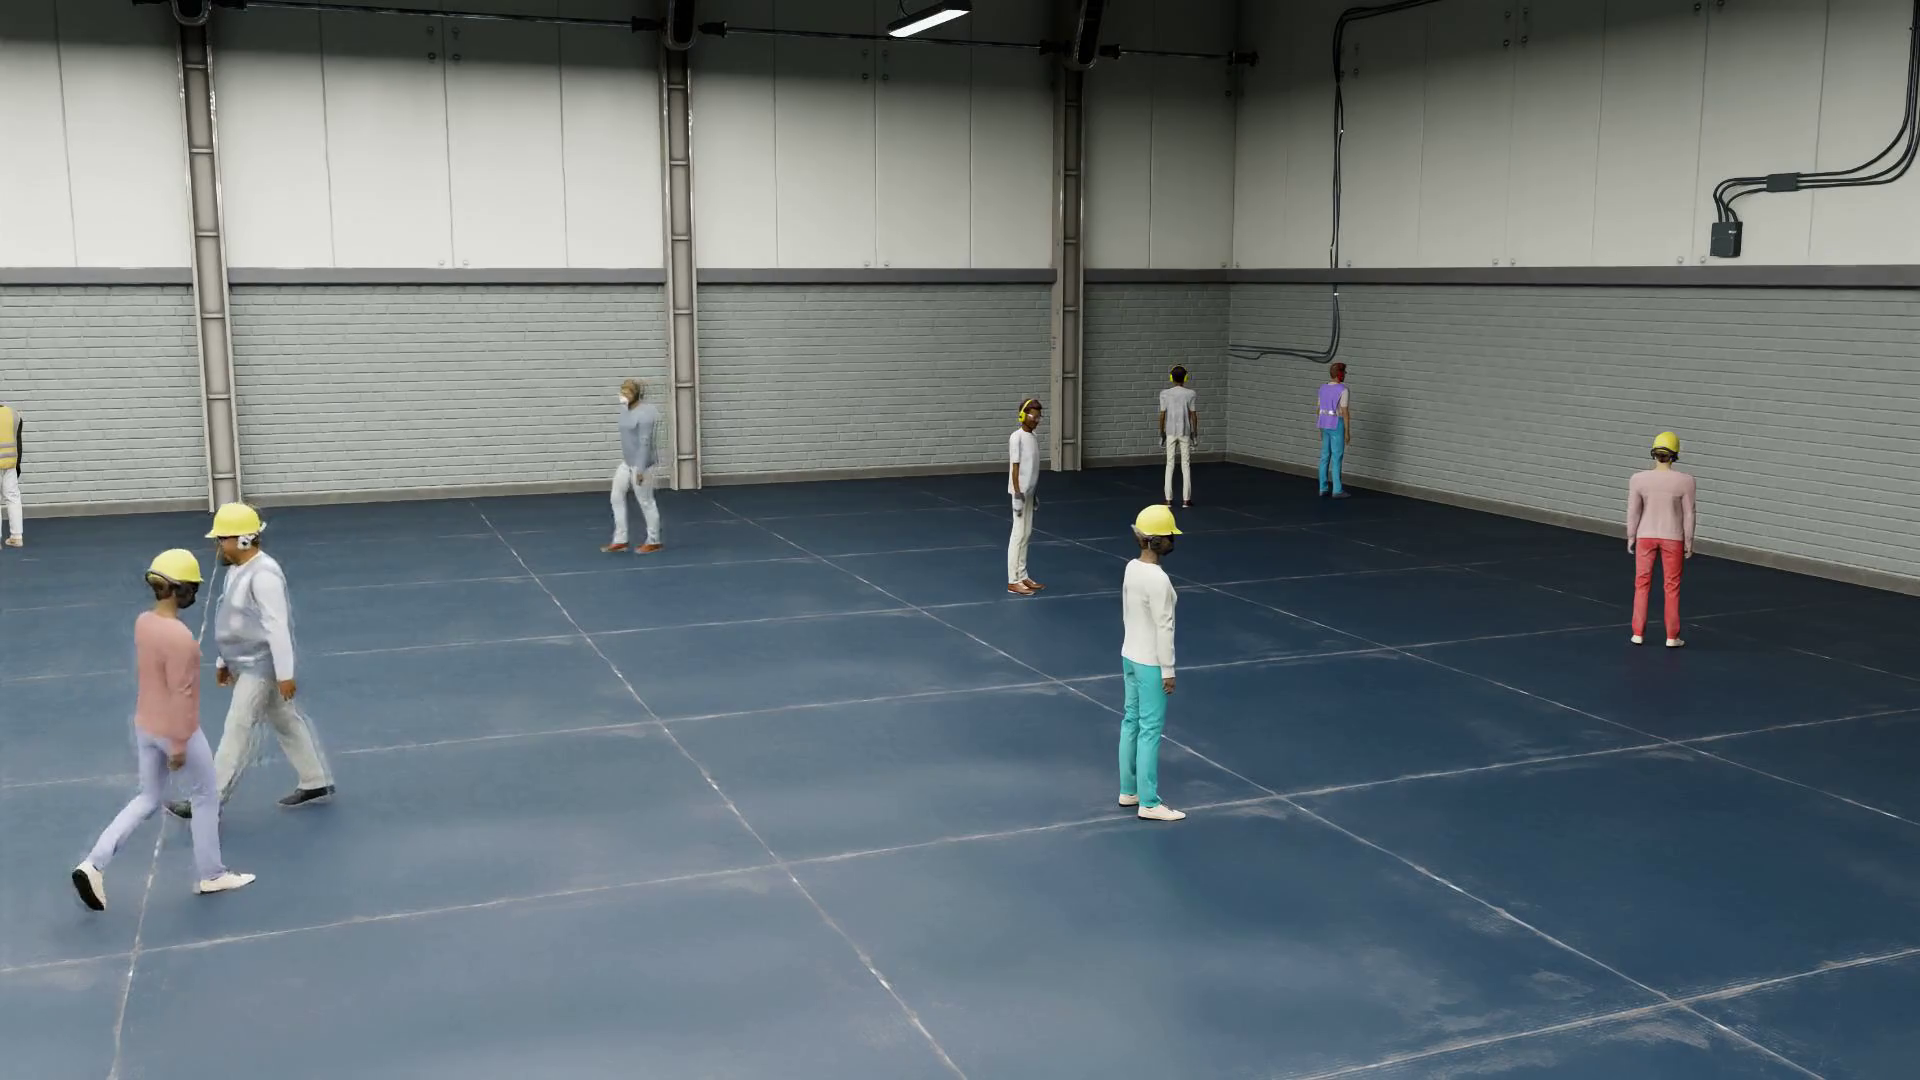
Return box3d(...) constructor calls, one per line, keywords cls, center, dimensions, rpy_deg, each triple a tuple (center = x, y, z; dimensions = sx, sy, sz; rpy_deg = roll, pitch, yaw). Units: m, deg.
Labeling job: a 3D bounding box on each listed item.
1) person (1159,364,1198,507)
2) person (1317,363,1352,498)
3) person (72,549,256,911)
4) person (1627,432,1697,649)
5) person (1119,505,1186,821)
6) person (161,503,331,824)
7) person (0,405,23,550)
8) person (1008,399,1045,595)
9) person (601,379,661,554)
box3d(cls="person", center=(2.865, -1.362, 21.792), dimensions=(0.513, 1.877, 0.328), rpy_deg=(2, 9, 12))
box3d(cls="person", center=(5.093, -1.495, 22.707), dimensions=(0.393, 1.847, 0.563), rpy_deg=(-5, 10, -29))
box3d(cls="person", center=(-3.856, 0.911, 7.955), dimensions=(0.526, 1.730, 0.747), rpy_deg=(7, 12, 38))
box3d(cls="person", center=(5.716, 0.000, 13.572), dimensions=(0.523, 1.769, 0.319), rpy_deg=(5, 11, 31))
box3d(cls="person", center=(1.074, 0.679, 9.313), dimensions=(0.316, 1.769, 0.525), rpy_deg=(-3, 9, -17))
box3d(cls="person", center=(-3.991, 0.682, 9.229), dimensions=(0.932, 1.778, 0.624), rpy_deg=(-6, 11, -33))
box3d(cls="person", center=(-10.694, -0.807, 18.423), dimensions=(0.429, 1.840, 0.624), rpy_deg=(4, 10, 23))
box3d(cls="person", center=(0.639, -0.422, 15.924), dimensions=(0.335, 1.865, 0.521), rpy_deg=(4, 10, 23))
box3d(cls="person", center=(-3.598, -0.775, 17.989), dimensions=(0.790, 1.909, 0.657), rpy_deg=(-7, 12, -38))
